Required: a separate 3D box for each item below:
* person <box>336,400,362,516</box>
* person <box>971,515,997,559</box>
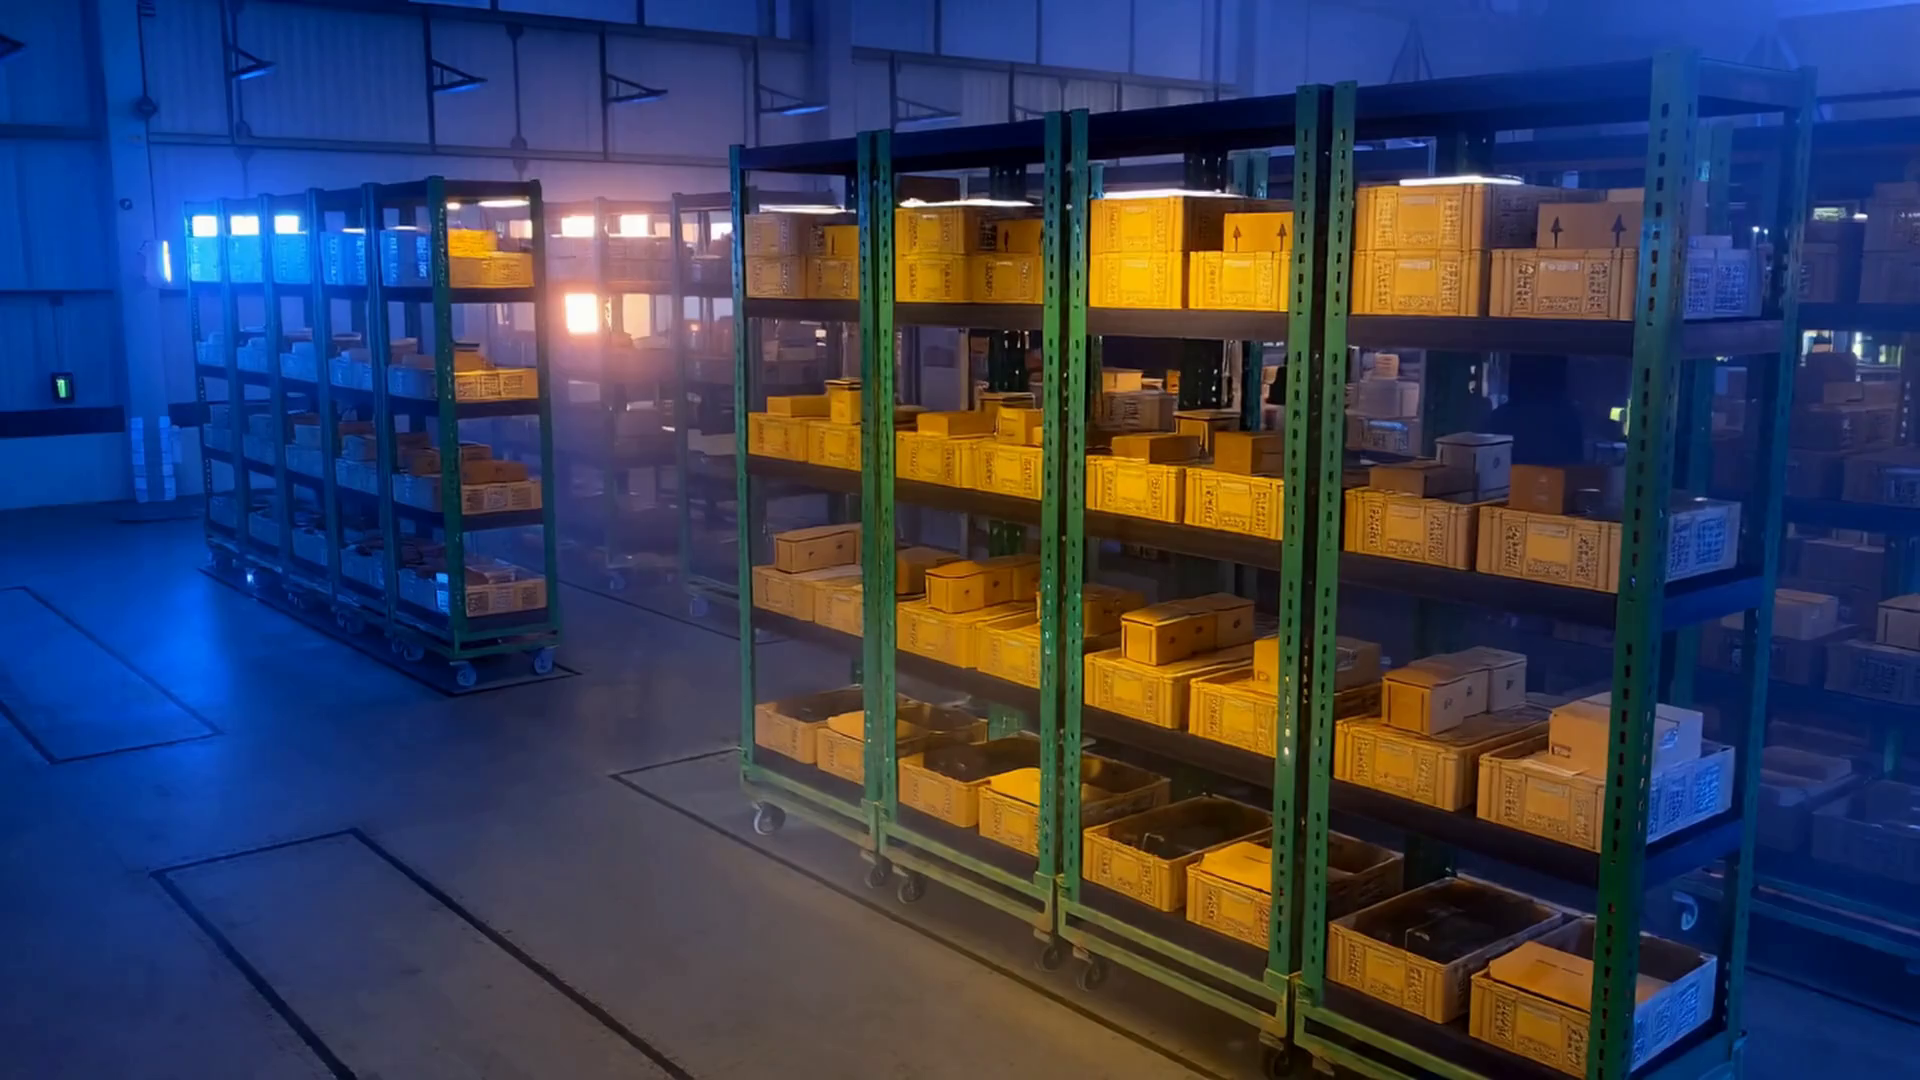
[{"bbox_3d":[-6.131,-0.680,16.835,0.389,1.837,0.560,-3,10,-17],"label":"person"},{"bbox_3d":[0.299,-0.042,12.983,0.601,1.830,0.404,-3,10,-19],"label":"person"}]
